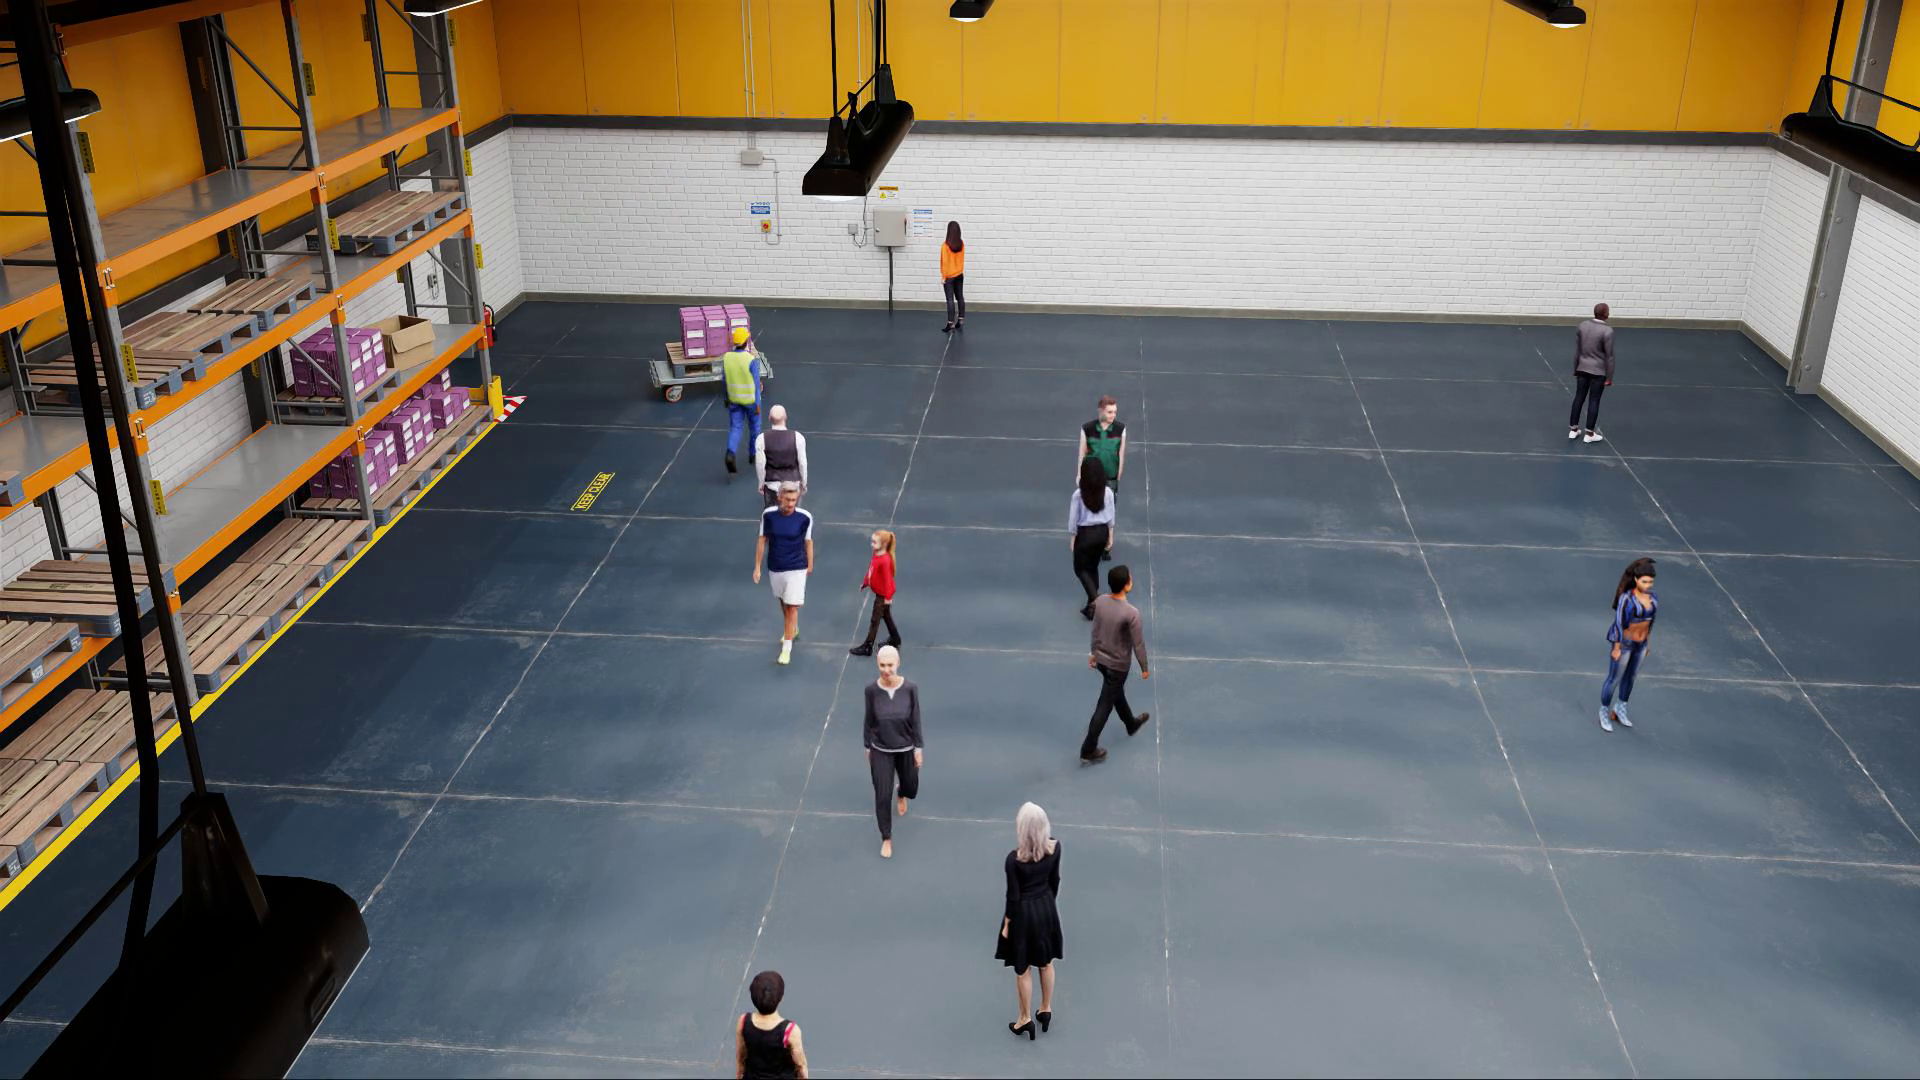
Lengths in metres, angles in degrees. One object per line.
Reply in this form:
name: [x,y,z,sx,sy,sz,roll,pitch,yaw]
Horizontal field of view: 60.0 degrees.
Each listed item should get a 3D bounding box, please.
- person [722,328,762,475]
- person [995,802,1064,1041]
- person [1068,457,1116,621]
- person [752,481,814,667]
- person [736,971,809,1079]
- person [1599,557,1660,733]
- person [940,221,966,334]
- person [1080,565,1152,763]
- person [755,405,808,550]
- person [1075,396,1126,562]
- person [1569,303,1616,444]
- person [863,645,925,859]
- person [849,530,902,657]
person: [-2.677,-1.678,20.279,0.781,1.790,1.170,6,24,13]
person: [0.458,2.473,10.836,0.704,1.746,0.744,-14,27,-29]
person: [1.321,0.055,16.395,0.893,1.725,1.000,-8,25,-18]
person: [-1.630,0.239,15.906,0.773,1.778,1.157,6,24,13]
person: [-1.112,3.168,9.504,0.624,1.540,0.643,7,25,16]
person: [5.869,0.915,14.560,0.690,1.618,0.690,-9,25,-19]
person: [-0.099,-4.108,25.889,0.693,1.749,0.766,-21,31,-39]
person: [1.225,1.079,14.050,1.126,1.726,1.159,17,29,34]
person: [-1.884,-0.544,17.642,0.771,1.823,0.752,-4,24,-9]
person: [1.514,-0.724,18.064,0.681,1.816,0.809,2,24,6]
person: [8.101,-2.156,21.337,0.857,1.818,0.783,-17,29,-33]
person: [-0.514,1.572,12.944,0.729,1.709,0.948,-2,24,-5]
person: [-0.704,0.486,15.983,0.730,1.265,0.780,-7,25,-16]
